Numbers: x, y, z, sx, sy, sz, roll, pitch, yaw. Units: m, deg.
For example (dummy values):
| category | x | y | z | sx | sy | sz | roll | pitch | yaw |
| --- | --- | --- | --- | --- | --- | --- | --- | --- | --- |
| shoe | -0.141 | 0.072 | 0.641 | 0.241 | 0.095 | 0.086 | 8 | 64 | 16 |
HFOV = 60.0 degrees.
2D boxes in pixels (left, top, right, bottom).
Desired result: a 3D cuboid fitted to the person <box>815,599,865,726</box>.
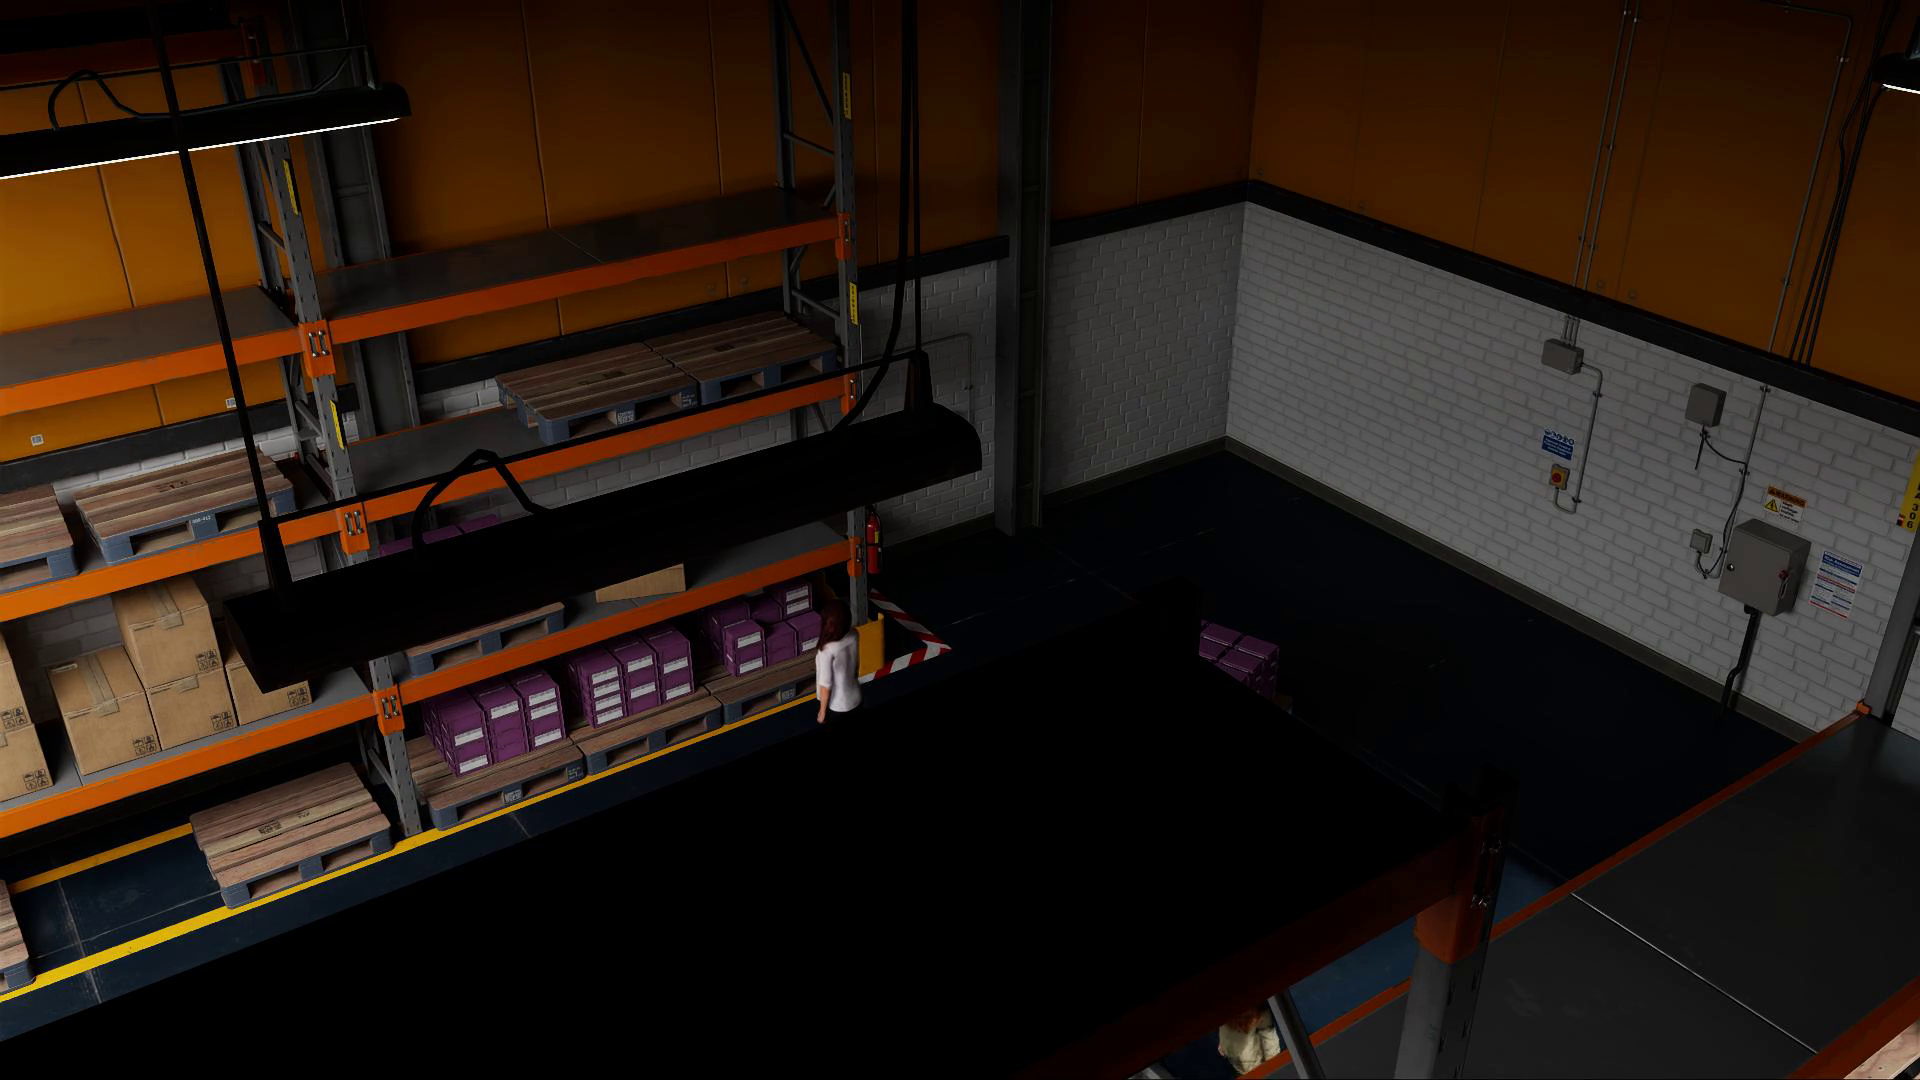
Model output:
| category | x | y | z | sx | sy | sz | roll | pitch | yaw |
| --- | --- | --- | --- | --- | --- | --- | --- | --- | --- |
| person | -0.875 | 1.235 | 12.495 | 0.735 | 1.794 | 0.575 | 19 | 34 | 31 |
